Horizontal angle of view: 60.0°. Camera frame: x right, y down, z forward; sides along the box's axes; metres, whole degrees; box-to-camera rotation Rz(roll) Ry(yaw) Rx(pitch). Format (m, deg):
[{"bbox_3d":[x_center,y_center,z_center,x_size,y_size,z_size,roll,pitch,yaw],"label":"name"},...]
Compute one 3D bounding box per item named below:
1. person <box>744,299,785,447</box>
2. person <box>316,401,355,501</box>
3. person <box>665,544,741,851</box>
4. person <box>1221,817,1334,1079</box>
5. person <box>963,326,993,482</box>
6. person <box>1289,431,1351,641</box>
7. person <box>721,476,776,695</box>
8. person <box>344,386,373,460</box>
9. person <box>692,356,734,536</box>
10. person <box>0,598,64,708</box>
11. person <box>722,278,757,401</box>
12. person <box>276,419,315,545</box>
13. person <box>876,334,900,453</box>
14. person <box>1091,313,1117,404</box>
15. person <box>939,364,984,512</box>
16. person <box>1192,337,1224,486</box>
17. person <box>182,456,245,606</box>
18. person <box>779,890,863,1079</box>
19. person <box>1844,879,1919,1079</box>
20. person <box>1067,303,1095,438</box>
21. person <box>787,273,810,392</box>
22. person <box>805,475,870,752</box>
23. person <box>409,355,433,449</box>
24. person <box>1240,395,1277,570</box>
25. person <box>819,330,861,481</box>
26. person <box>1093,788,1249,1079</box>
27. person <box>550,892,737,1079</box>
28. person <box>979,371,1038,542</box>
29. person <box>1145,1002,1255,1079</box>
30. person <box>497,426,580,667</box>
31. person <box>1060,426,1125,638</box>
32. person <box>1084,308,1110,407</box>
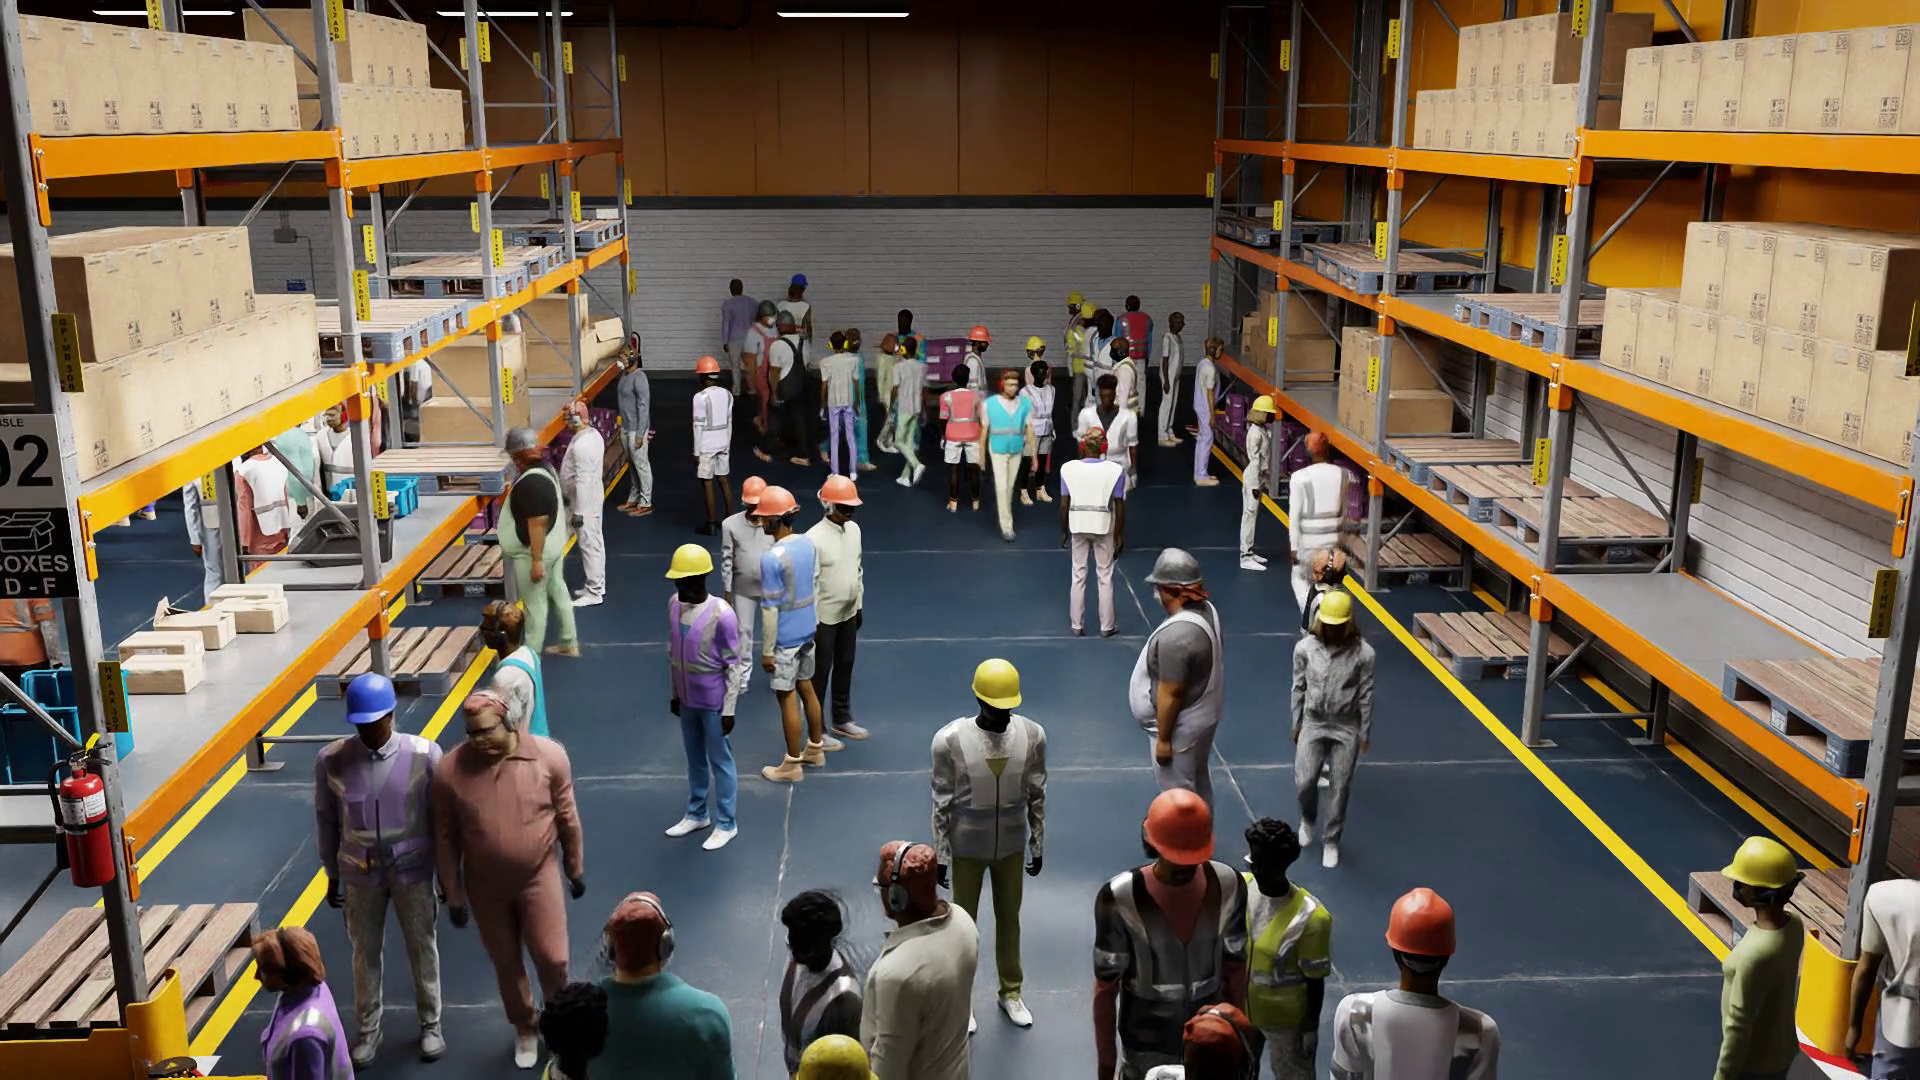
[{"bbox_3d":[-2.638,-2.310,22.787,0.658,2.000,0.700,11,18,36],"label":"person"},{"bbox_3d":[-5.820,-0.437,15.820,0.564,1.846,0.391,5,15,18],"label":"person"},{"bbox_3d":[-1.589,0.954,10.199,0.589,1.927,0.388,12,19,40],"label":"person"},{"bbox_3d":[1.269,1.929,6.852,0.318,1.691,0.537,-14,20,-43],"label":"person"},{"bbox_3d":[0.211,-1.680,20.538,0.387,1.930,0.544,0,14,0],"label":"person"},{"bbox_3d":[3.026,0.003,14.073,0.582,1.863,0.417,-4,15,-14],"label":"person"},{"bbox_3d":[-1.572,0.353,12.924,0.566,1.744,0.350,-1,14,-3],"label":"person"},{"bbox_3d":[-7.215,-1.437,19.763,0.506,1.839,0.343,1,14,3],"label":"person"},{"bbox_3d":[-2.683,-1.014,17.943,0.395,1.925,0.543,10,17,34],"label":"person"},{"bbox_3d":[-6.225,0.746,11.011,0.590,1.930,0.358,1,14,4],"label":"person"},{"bbox_3d":[-3.501,-3.181,26.428,0.628,1.933,0.368,-12,19,-39],"label":"person"},{"bbox_3d":[-6.149,-0.403,15.513,0.371,1.935,0.627,-5,15,-19],"label":"person"},{"bbox_3d":[-0.888,-1.937,22.146,0.350,1.617,0.504,6,16,23],"label":"person"},{"bbox_3d":[1.941,-2.039,21.969,0.389,1.919,0.592,-8,16,-29],"label":"person"},{"bbox_3d":[0.027,-1.156,18.939,0.532,1.697,0.322,-2,14,-6],"label":"person"},{"bbox_3d":[3.019,-1.567,20.284,0.339,1.834,0.523,-1,14,-3],"label":"person"},{"bbox_3d":[-6.408,-0.095,14.370,0.398,1.908,0.599,7,16,26],"label":"person"},{"bbox_3d":[-0.455,2.060,6.375,0.662,1.659,0.557,-7,16,-26],"label":"person"},{"bbox_3d":[3.787,1.945,6.518,0.564,1.830,0.479,6,15,21],"label":"person"},{"bbox_3d":[1.786,-2.372,23.317,0.585,1.902,0.498,-3,15,-10],"label":"person"},{"bbox_3d":[-2.637,-3.385,27.207,0.406,1.947,0.615,2,14,9],"label":"person"},{"bbox_3d":[-0.874,0.512,11.827,0.410,1.986,0.615,10,17,34],"label":"person"},{"bbox_3d":[-6.667,-1.679,20.716,0.389,1.848,0.551,1,14,5],"label":"person"},{"bbox_3d":[2.979,-0.581,16.600,0.313,1.740,0.487,4,15,15],"label":"person"},{"bbox_3d":[-1.483,-1.648,20.541,0.521,1.865,0.319,-4,15,-14],"label":"person"},{"bbox_3d":[0.815,1.886,6.341,0.613,2.033,0.411,-3,15,-13],"label":"person"},{"bbox_3d":[-1.041,2.101,5.809,0.657,1.866,0.859,1,14,3],"label":"person"},{"bbox_3d":[0.549,-0.879,17.618,0.584,1.804,0.911,-5,15,-21],"label":"person"},{"bbox_3d":[0.767,2.276,5.124,0.584,1.879,0.367,13,19,41],"label":"person"},{"bbox_3d":[-3.489,0.037,13.572,0.536,2.000,0.697,-1,14,-2],"label":"person"},{"bbox_3d":[1.132,-0.059,14.337,0.564,1.846,0.391,4,15,14],"label":"person"},{"bbox_3d":[1.940,-2.303,23.156,0.429,1.841,0.634,-3,15,-12],"label":"person"}]
